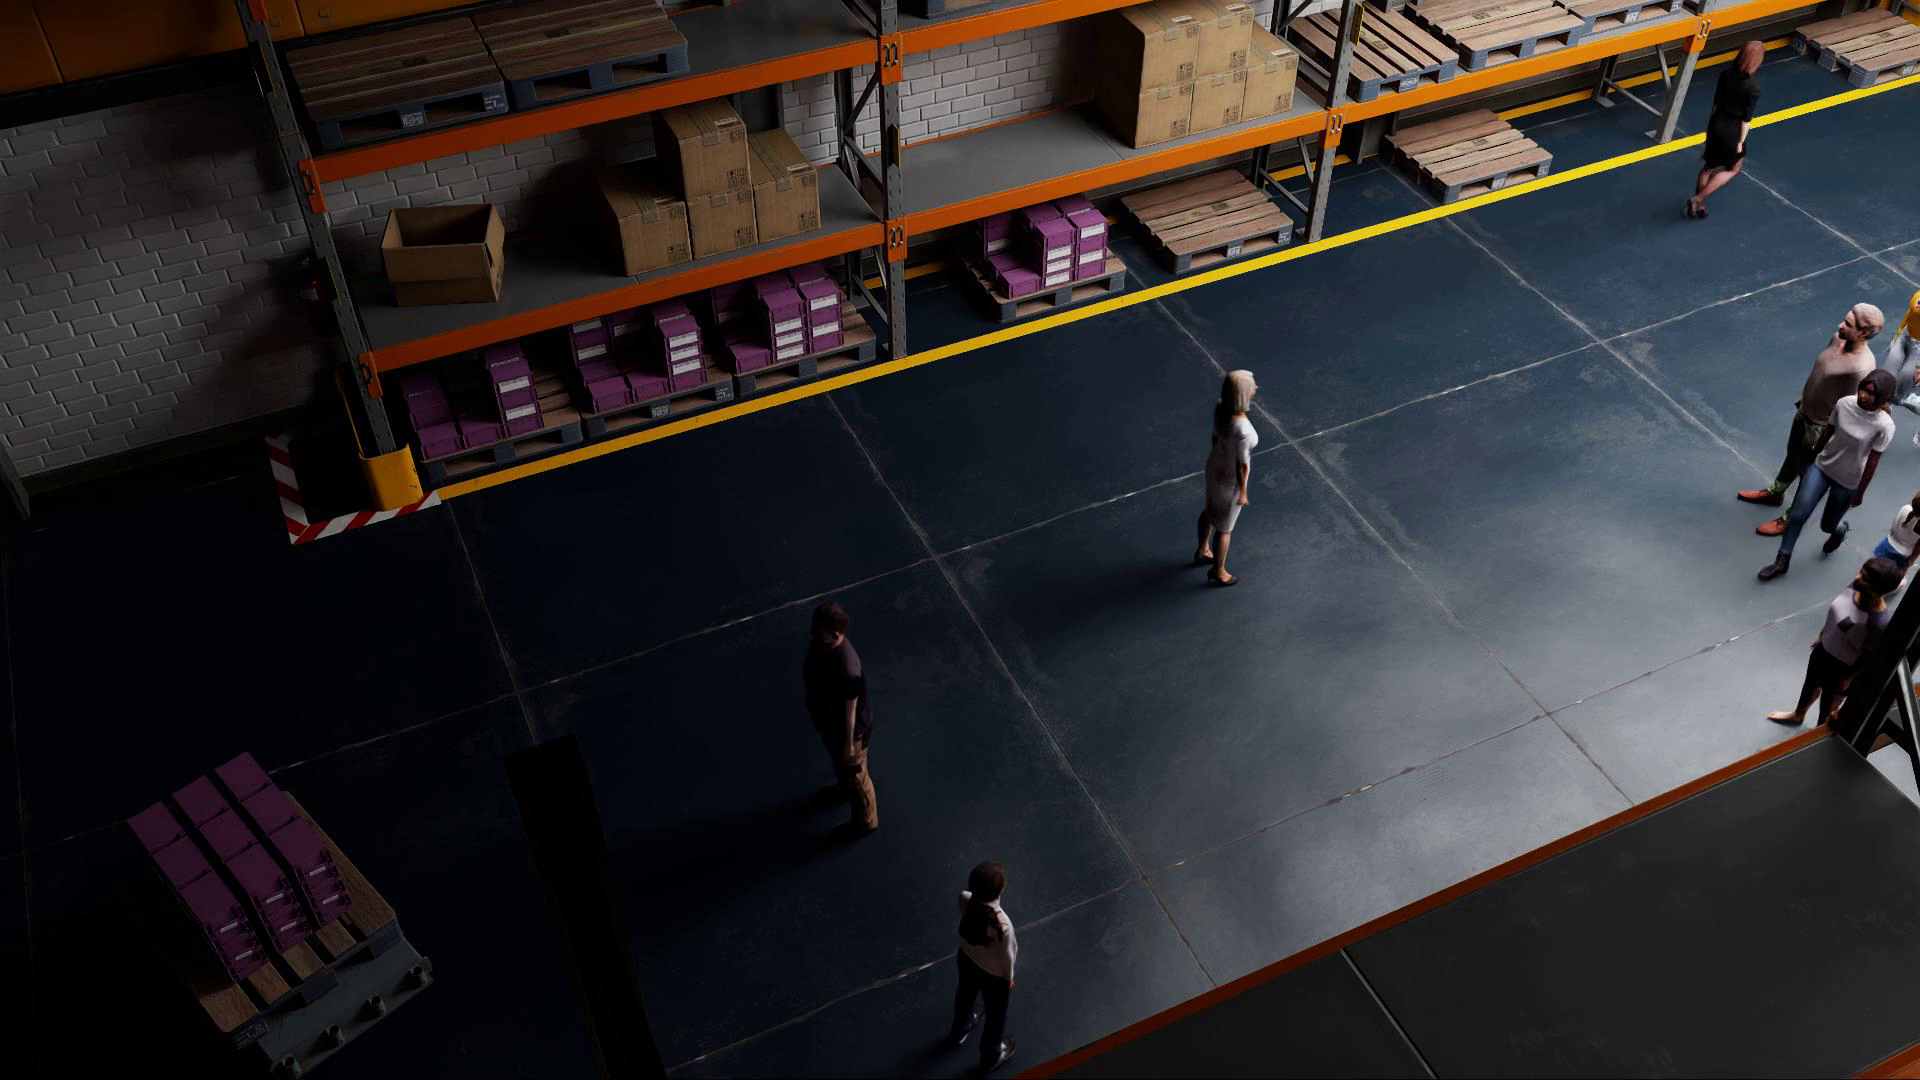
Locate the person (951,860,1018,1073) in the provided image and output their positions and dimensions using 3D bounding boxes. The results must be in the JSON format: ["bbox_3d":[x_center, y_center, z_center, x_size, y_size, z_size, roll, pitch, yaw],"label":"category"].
[{"bbox_3d":[0.113,2.174,8.536,0.592,1.553,0.606,33,53,30],"label":"person"}]

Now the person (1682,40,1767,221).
[{"bbox_3d":[6.562,-3.482,14.369,0.646,1.695,0.604,-19,47,-19],"label":"person"}]

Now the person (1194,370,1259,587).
[{"bbox_3d":[1.780,-0.422,11.116,0.530,1.751,0.583,-14,45,-14],"label":"person"}]

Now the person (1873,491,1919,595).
[{"bbox_3d":[6.272,0.060,11.158,0.757,0.996,0.497,-25,49,-24],"label":"person"}]

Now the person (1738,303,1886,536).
[{"bbox_3d":[5.943,-0.845,11.470,0.766,1.876,0.770,1,44,2],"label":"person"}]

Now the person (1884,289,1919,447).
[{"bbox_3d":[7.036,-1.368,12.116,1.007,1.743,0.856,-2,44,-2],"label":"person"}]

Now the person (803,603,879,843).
[{"bbox_3d":[-0.660,1.014,9.544,0.576,1.841,0.669,-16,46,-16],"label":"person"}]

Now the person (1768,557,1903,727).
[{"bbox_3d":[5.345,0.688,10.086,0.646,1.565,0.642,-1,44,-1],"label":"person"}]

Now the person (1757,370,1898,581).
[{"bbox_3d":[5.927,-0.437,11.172,1.005,1.696,0.699,-26,49,-25],"label":"person"}]
